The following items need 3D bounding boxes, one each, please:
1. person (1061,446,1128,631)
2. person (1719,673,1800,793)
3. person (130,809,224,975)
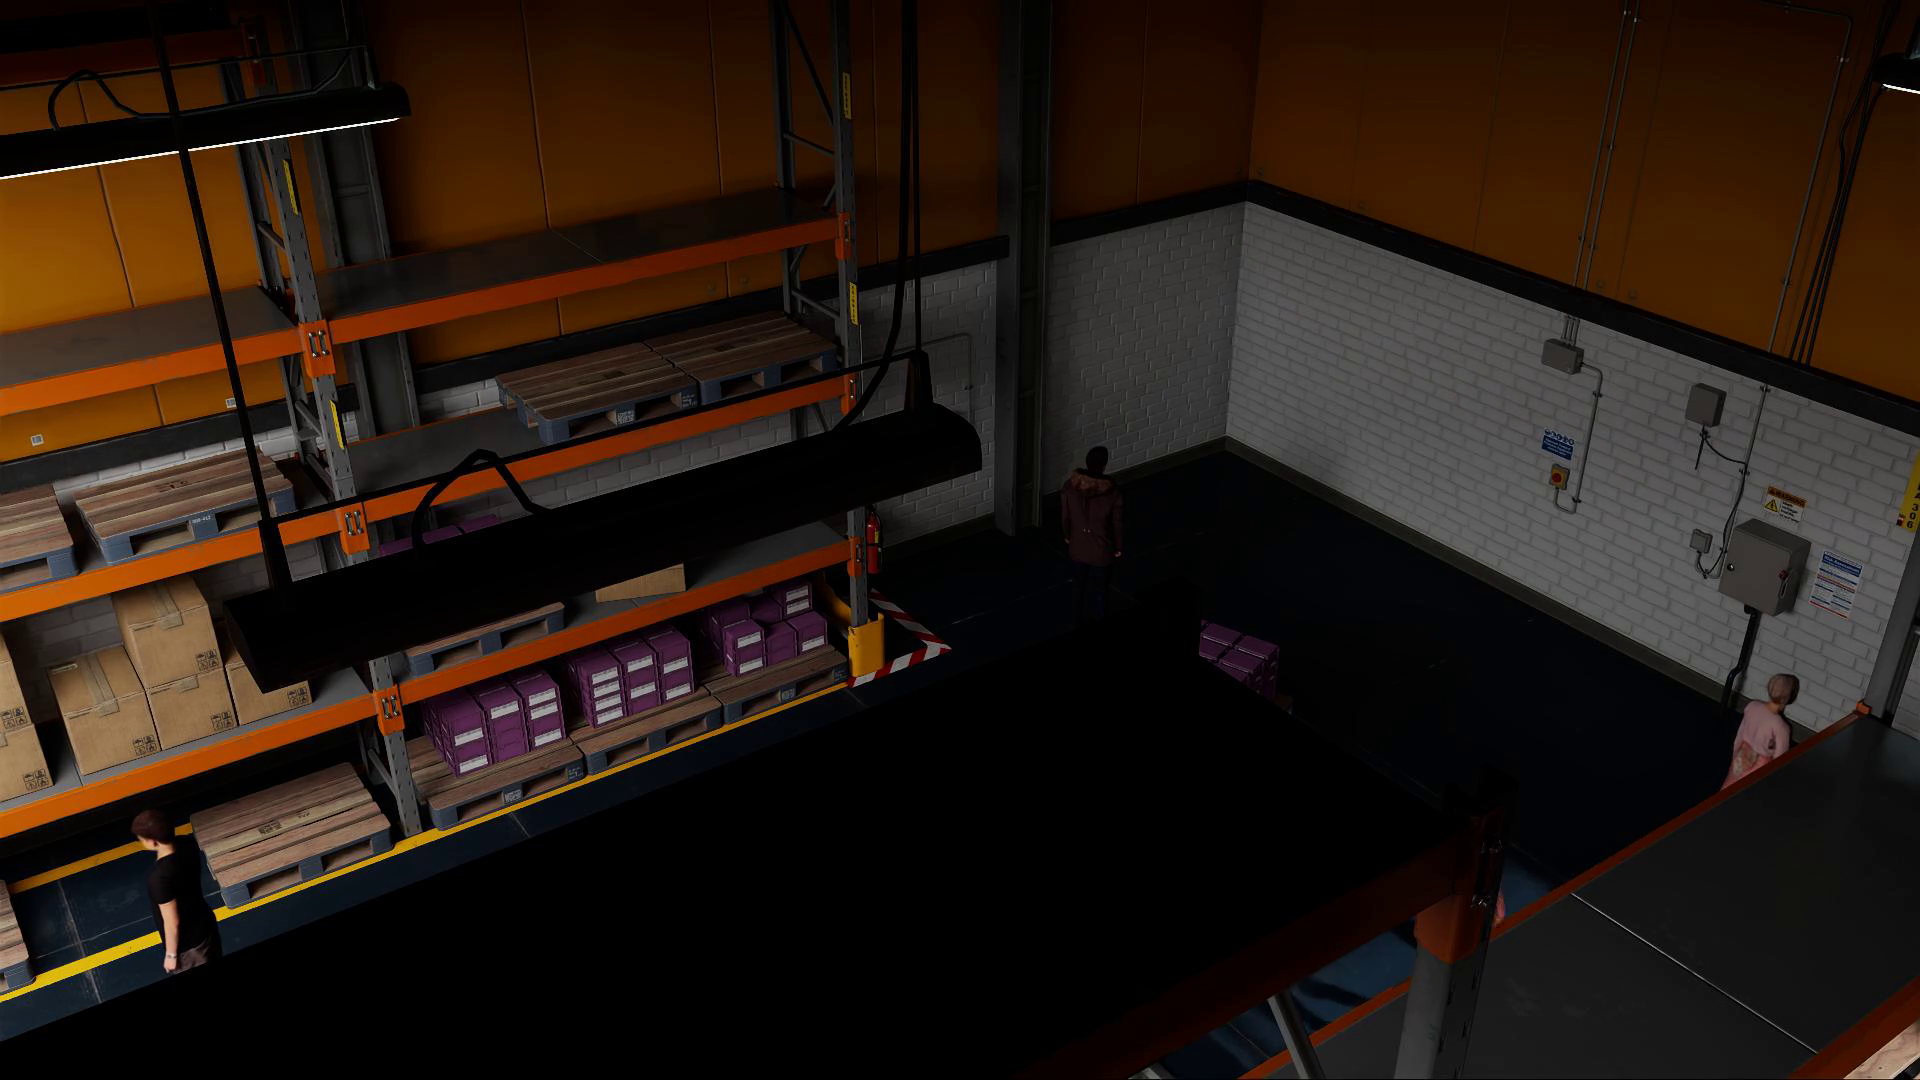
[{"bbox_3d":[1.165,0.029,14.653,0.864,1.845,0.854,14,31,23],"label":"person"},{"bbox_3d":[5.632,1.674,11.797,0.659,1.693,0.662,-9,30,-16],"label":"person"},{"bbox_3d":[-4.754,2.414,10.268,0.770,1.858,0.766,-2,29,-4],"label":"person"}]
